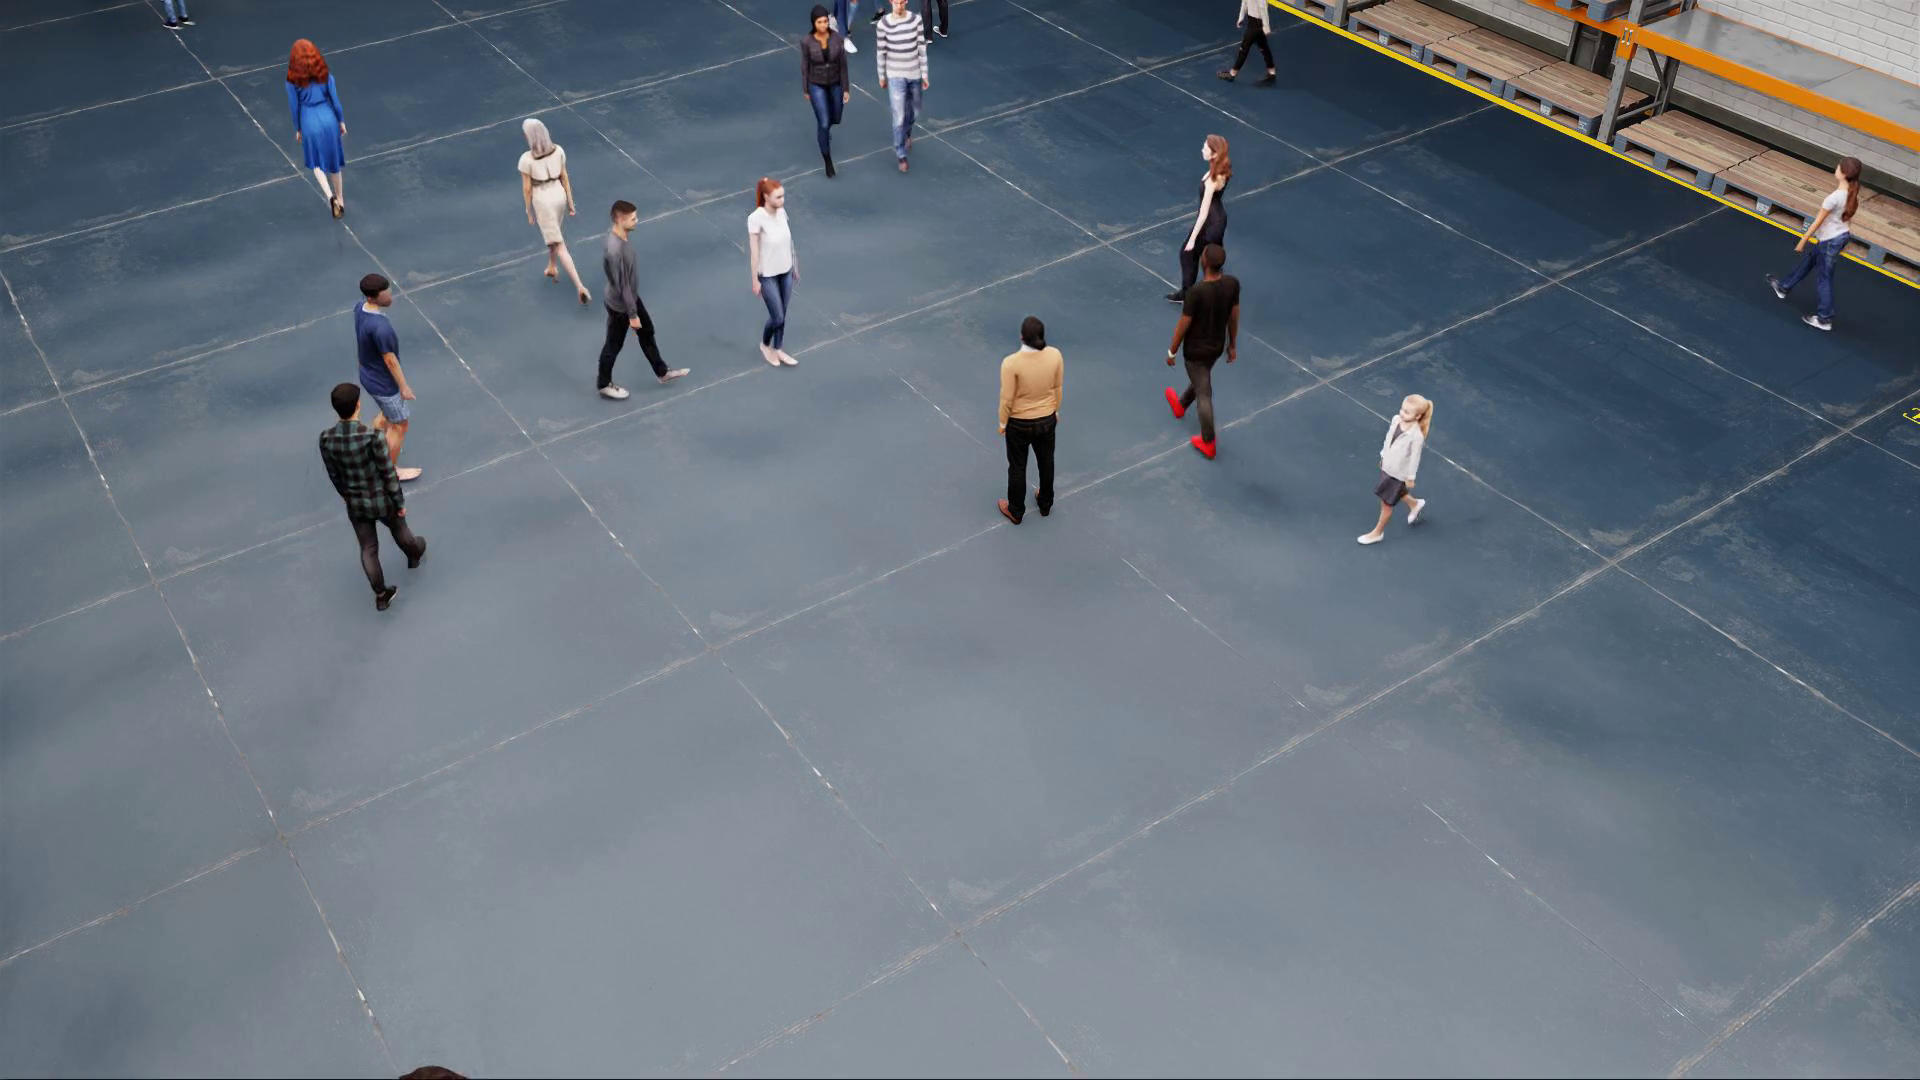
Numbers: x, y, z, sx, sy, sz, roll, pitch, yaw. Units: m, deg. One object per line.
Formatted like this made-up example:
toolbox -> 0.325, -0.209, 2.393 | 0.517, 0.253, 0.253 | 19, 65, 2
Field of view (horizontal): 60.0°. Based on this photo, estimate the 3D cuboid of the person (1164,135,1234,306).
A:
person -> 2.310, -2.735, 14.639 | 0.942, 1.726, 0.871 | 8, 39, 10

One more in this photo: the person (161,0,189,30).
person -> -9.673, -6.869, 20.187 | 0.588, 1.261, 0.552 | 21, 43, 24

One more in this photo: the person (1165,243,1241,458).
person -> 1.964, -1.436, 12.974 | 0.734, 1.774, 1.075 | -20, 43, -23

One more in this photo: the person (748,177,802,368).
person -> -1.630, -2.265, 14.046 | 0.675, 1.730, 0.674 | 25, 45, 28

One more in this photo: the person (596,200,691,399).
person -> -2.850, -1.950, 13.656 | 1.072, 1.725, 1.102 | -2, 39, -3

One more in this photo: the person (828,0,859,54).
person -> -1.437, -6.715, 19.610 | 0.713, 1.742, 1.179 | -19, 42, -22

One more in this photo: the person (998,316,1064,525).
person -> 0.520, -0.896, 12.314 | 0.707, 1.753, 0.672 | -14, 41, -17

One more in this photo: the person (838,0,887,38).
person -> -1.136, -6.902, 19.931 | 1.136, 1.633, 0.896 | 28, 47, 31

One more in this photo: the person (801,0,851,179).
person -> -1.386, -4.636, 17.019 | 0.837, 1.726, 1.110 | -11, 40, -13

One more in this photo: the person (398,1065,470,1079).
person -> -2.344, 2.880, 7.712 | 0.768, 1.596, 0.930 | -10, 40, -12

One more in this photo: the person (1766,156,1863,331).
person -> 7.699, -2.579, 14.608 | 0.565, 1.521, 1.034 | -21, 43, -24

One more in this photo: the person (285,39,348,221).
person -> -6.142, -3.881, 16.001 | 0.707, 1.816, 0.814 | -16, 41, -19

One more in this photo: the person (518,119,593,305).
person -> -3.612, -2.888, 14.858 | 0.653, 1.691, 1.183 | -28, 46, -30

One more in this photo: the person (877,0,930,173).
person -> -0.582, -4.818, 17.169 | 0.897, 1.823, 1.147 | -10, 40, -12

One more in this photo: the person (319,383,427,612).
person -> -4.151, -0.247, 11.603 | 1.010, 1.689, 1.119 | -1, 39, -1

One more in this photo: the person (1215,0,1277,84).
person -> 3.415, -5.816, 18.736 | 0.890, 1.427, 0.959 | -8, 39, -10

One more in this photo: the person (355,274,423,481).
person -> -4.454, -1.215, 12.670 | 0.570, 1.807, 0.801 | 30, 47, 32

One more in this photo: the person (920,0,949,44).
person -> -0.333, -6.841, 19.678 | 0.699, 1.853, 0.576 | -30, 47, -32

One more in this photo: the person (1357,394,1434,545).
person -> 3.279, -0.544, 12.268 | 0.723, 1.261, 0.805 | -12, 40, -14
